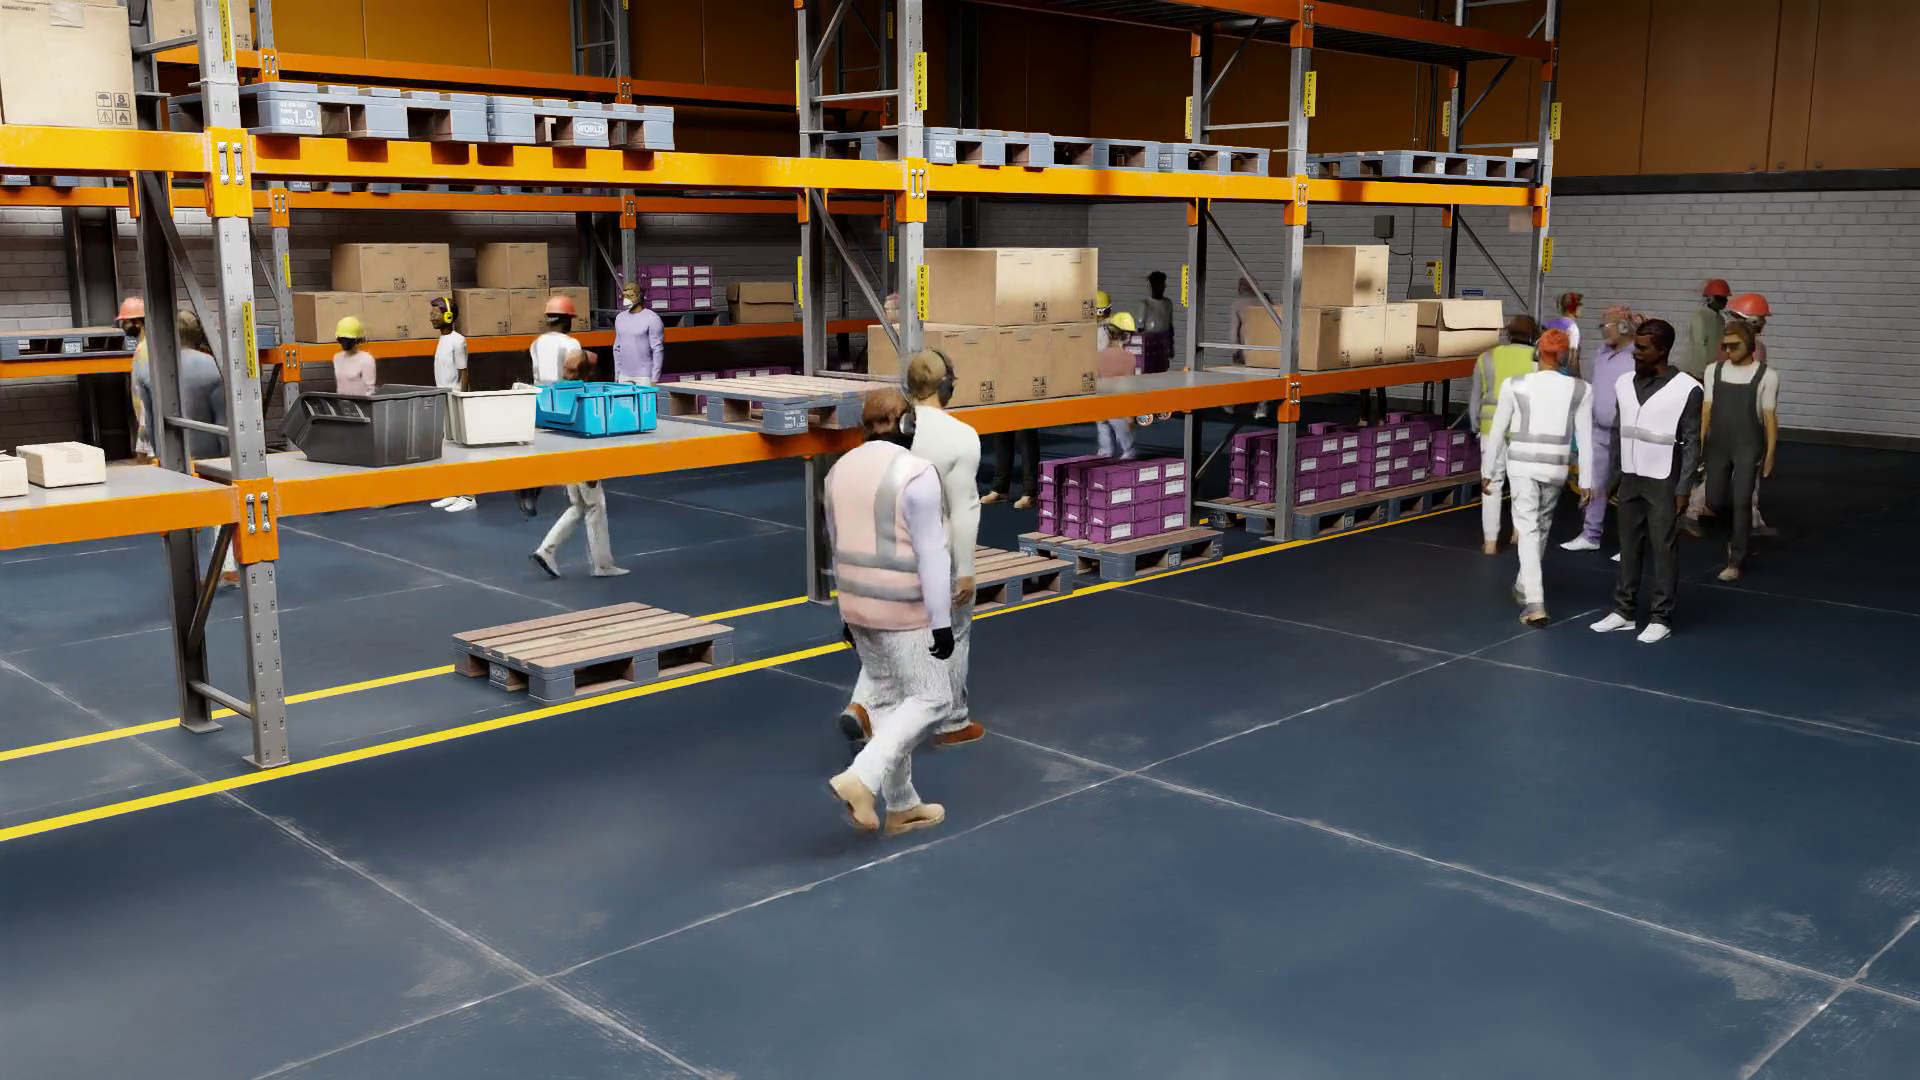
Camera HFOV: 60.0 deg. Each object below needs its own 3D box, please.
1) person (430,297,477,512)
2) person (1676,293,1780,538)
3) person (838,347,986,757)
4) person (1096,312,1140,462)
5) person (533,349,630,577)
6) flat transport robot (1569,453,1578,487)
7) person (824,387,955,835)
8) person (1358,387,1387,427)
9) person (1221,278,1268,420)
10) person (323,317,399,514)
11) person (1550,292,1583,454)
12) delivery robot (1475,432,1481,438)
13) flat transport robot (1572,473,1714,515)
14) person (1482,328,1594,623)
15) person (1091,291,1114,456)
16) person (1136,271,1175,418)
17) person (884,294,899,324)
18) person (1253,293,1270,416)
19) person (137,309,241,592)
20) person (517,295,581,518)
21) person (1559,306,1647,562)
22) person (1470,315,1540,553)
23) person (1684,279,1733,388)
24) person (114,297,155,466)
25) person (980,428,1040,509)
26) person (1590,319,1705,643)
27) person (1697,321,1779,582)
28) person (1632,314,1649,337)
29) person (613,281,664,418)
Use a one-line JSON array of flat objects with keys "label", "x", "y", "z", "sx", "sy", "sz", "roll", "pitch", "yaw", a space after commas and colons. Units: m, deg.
[{"label": "person", "x": -4.458, "y": -1.184, "z": 14.561, "sx": 0.331, "sy": 1.874, "sz": 0.519, "roll": -7, "pitch": 13, "yaw": -35}, {"label": "person", "x": 6.129, "y": -0.968, "z": 13.183, "sx": 0.921, "sy": 1.973, "sz": 0.619, "roll": 1, "pitch": 10, "yaw": 4}, {"label": "person", "x": -0.207, "y": 0.080, "z": 7.581, "sx": 0.638, "sy": 1.915, "sz": 0.845, "roll": 7, "pitch": 13, "yaw": 35}, {"label": "person", "x": 1.348, "y": -1.085, "z": 14.356, "sx": 0.421, "sy": 1.749, "sz": 0.521, "roll": -8, "pitch": 13, "yaw": -36}, {"label": "person", "x": -2.681, "y": -0.521, "z": 11.617, "sx": 0.611, "sy": 1.622, "sz": 0.534, "roll": -6, "pitch": 12, "yaw": -30}, {"label": "flat transport robot", "x": 6.109, "y": -0.683, "z": 16.195, "sx": 0.652, "sy": 0.197, "sz": 1.431, "roll": 0, "pitch": 10, "yaw": -1}, {"label": "person", "x": -0.312, "y": 0.308, "z": 6.594, "sx": 0.559, "sy": 1.809, "sz": 0.694, "roll": -9, "pitch": 13, "yaw": -39}, {"label": "person", "x": 5.084, "y": -2.190, "z": 20.524, "sx": 0.539, "sy": 1.695, "sz": 0.318, "roll": -3, "pitch": 11, "yaw": -18}, {"label": "person", "x": 3.808, "y": -2.528, "z": 21.963, "sx": 0.683, "sy": 1.843, "sz": 1.050, "roll": -3, "pitch": 11, "yaw": -16}, {"label": "person", "x": -5.256, "y": -1.073, "z": 14.385, "sx": 0.546, "sy": 1.709, "sz": 0.863, "roll": 6, "pitch": 12, "yaw": 30}, {"label": "person", "x": 6.445, "y": -1.758, "z": 17.889, "sx": 0.952, "sy": 1.808, "sz": 0.578, "roll": 1, "pitch": 10, "yaw": 7}, {"label": "delivery robot", "x": 5.674, "y": -1.046, "z": 17.146, "sx": 0.477, "sy": 0.478, "sz": 0.707, "roll": -9, "pitch": 14, "yaw": -40}, {"label": "flat transport robot", "x": 6.104, "y": -0.420, "z": 14.763, "sx": 0.652, "sy": 0.197, "sz": 1.431, "roll": -2, "pitch": 11, "yaw": -9}, {"label": "person", "x": 3.654, "y": -0.415, "z": 10.505, "sx": 0.616, "sy": 1.833, "sz": 1.019, "roll": 1, "pitch": 10, "yaw": 5}, {"label": "person", "x": 1.493, "y": -1.708, "z": 17.569, "sx": 0.404, "sy": 1.824, "sz": 0.586, "roll": 1, "pitch": 10, "yaw": 8}, {"label": "person", "x": 2.553, "y": -2.611, "z": 22.156, "sx": 0.608, "sy": 1.946, "sz": 0.780, "roll": -9, "pitch": 13, "yaw": -39}, {"label": "person", "x": -0.604, "y": -1.381, "z": 15.682, "sx": 0.986, "sy": 1.852, "sz": 0.664, "roll": -5, "pitch": 11, "yaw": -23}, {"label": "person", "x": 4.136, "y": -2.448, "z": 22.027, "sx": 0.677, "sy": 1.658, "sz": 0.386, "roll": 8, "pitch": 13, "yaw": 37}, {"label": "person", "x": -5.113, "y": -0.577, "z": 11.143, "sx": 0.630, "sy": 1.922, "sz": 0.594, "roll": -1, "pitch": 10, "yaw": -4}, {"label": "person", "x": -3.477, "y": -1.136, "z": 14.226, "sx": 0.549, "sy": 1.907, "sz": 0.861, "roll": 7, "pitch": 13, "yaw": 34}, {"label": "person", "x": 4.879, "y": -0.782, "z": 12.361, "sx": 0.399, "sy": 1.890, "sz": 0.679, "roll": -4, "pitch": 11, "yaw": -19}, {"label": "person", "x": 4.255, "y": -0.828, "z": 12.822, "sx": 0.643, "sy": 1.785, "sz": 0.914, "roll": 5, "pitch": 11, "yaw": 24}, {"label": "person", "x": 8.010, "y": -1.803, "z": 17.766, "sx": 0.605, "sy": 1.936, "sz": 1.044, "roll": -6, "pitch": 12, "yaw": -32}, {"label": "person", "x": -6.481, "y": -1.023, "z": 13.571, "sx": 0.753, "sy": 1.915, "sz": 0.558, "roll": -5, "pitch": 11, "yaw": -25}, {"label": "person", "x": 0.455, "y": -1.299, "z": 14.728, "sx": 0.688, "sy": 2.000, "sz": 0.538, "roll": 9, "pitch": 14, "yaw": 41}, {"label": "person", "x": 4.122, "y": -0.354, "z": 9.913, "sx": 0.391, "sy": 1.916, "sz": 0.590, "roll": -6, "pitch": 12, "yaw": -28}, {"label": "person", "x": 5.516, "y": -0.644, "z": 11.769, "sx": 0.530, "sy": 1.824, "sz": 0.695, "roll": 10, "pitch": 15, "yaw": 44}, {"label": "person", "x": 7.066, "y": -1.561, "z": 17.391, "sx": 0.916, "sy": 1.586, "sz": 0.537, "roll": 1, "pitch": 10, "yaw": 7}, {"label": "person", "x": -3.295, "y": -1.665, "z": 17.001, "sx": 0.629, "sy": 1.940, "sz": 0.373, "roll": 6, "pitch": 12, "yaw": 30}]
